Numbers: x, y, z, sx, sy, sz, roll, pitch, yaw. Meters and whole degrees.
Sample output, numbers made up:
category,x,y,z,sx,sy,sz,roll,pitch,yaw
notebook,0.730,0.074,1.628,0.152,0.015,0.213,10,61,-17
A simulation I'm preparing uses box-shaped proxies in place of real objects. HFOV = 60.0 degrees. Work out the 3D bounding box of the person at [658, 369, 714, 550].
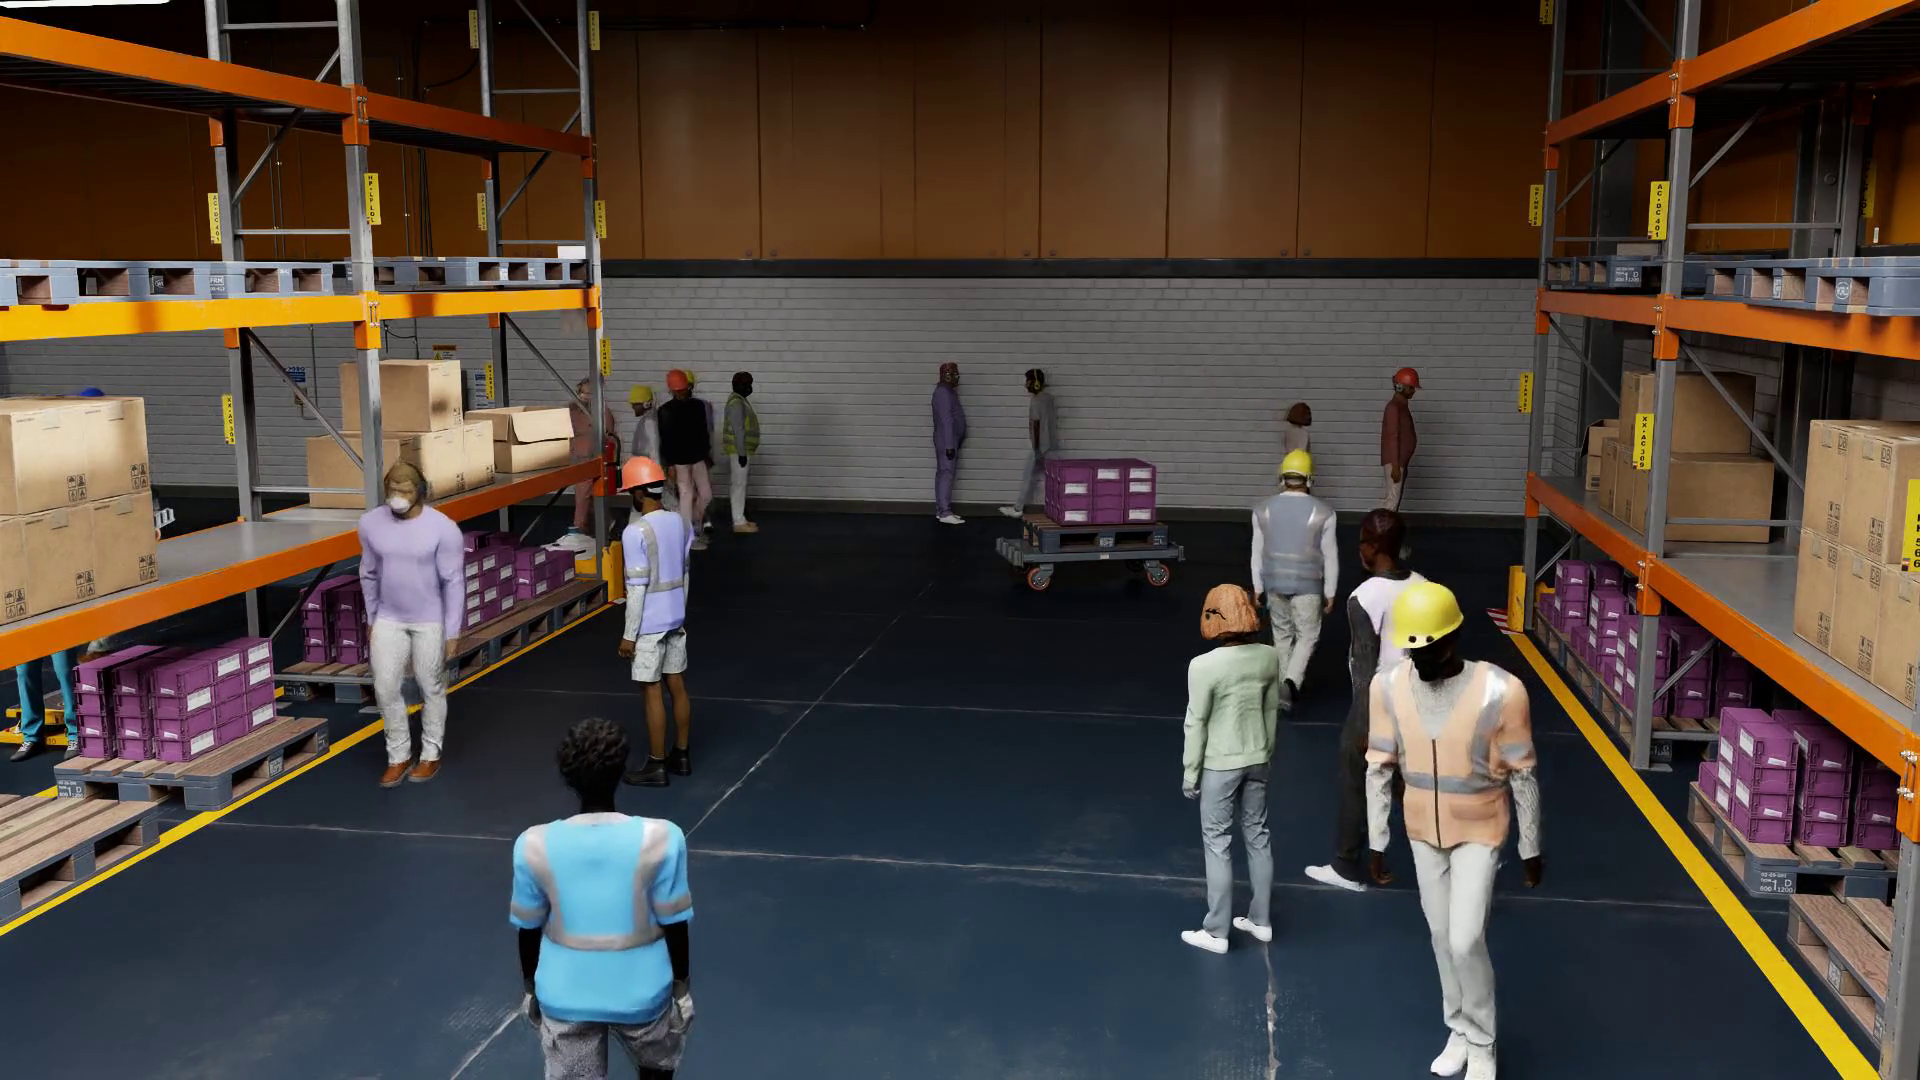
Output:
category,x,y,z,sx,sy,sz,roll,pitch,yaw
person,-2.919,-0.853,17.798,0.400,1.958,0.653,8,12,42

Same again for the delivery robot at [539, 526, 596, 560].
category,x,y,z,sx,sy,sz,roll,pitch,yaw
delivery robot,-3.667,0.115,15.817,0.477,0.478,0.707,5,10,27

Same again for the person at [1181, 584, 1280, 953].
category,x,y,z,sx,sy,sz,roll,pitch,yaw
person,1.196,1.002,7.356,0.498,1.626,0.288,-6,11,-31

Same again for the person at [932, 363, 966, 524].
category,x,y,z,sx,sy,sz,roll,pitch,yaw
person,-0.128,-1.151,19.760,0.408,1.908,0.643,-1,9,-6

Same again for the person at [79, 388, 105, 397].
category,x,y,z,sx,sy,sz,roll,pitch,yaw
person,-8.132,-0.471,15.599,0.624,1.908,0.990,1,9,5

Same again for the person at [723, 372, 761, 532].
category,x,y,z,sx,sy,sz,roll,pitch,yaw
person,-2.503,-1.012,19.117,0.430,1.841,0.624,-1,9,-7

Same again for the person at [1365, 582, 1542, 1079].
category,x,y,z,sx,sy,sz,roll,pitch,yaw
person,1.781,1.074,6.086,0.620,1.886,0.571,8,12,41

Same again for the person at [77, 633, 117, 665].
category,x,y,z,sx,sy,sz,roll,pitch,yaw
person,-6.662,0.003,12.609,0.634,1.926,0.457,5,10,28

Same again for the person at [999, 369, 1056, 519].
category,x,y,z,sx,sy,sz,roll,pitch,yaw
person,0.912,-1.125,19.852,0.930,1.822,0.628,7,12,38

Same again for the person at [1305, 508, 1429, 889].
category,x,y,z,sx,sy,sz,roll,pitch,yaw
person,2.070,0.795,7.837,0.599,1.892,0.845,-8,12,-42

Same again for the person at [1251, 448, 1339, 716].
category,x,y,z,sx,sy,sz,roll,pitch,yaw
person,2.233,0.292,11.176,0.594,1.812,0.697,5,10,28

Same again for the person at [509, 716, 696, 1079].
category,x,y,z,sx,sy,sz,roll,pitch,yaw
person,-1.064,1.352,4.997,0.548,1.681,0.381,0,9,-3

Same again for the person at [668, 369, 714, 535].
category,x,y,z,sx,sy,sz,roll,pitch,yaw
person,-3.070,-1.002,18.907,0.599,1.888,0.967,-4,10,-22

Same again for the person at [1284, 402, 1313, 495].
category,x,y,z,sx,sy,sz,roll,pitch,yaw
person,3.579,-0.672,17.734,0.743,1.609,0.515,-2,9,-14

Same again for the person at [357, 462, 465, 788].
category,x,y,z,sx,sy,sz,roll,pitch,yaw
person,-3.169,0.498,9.586,0.661,1.911,0.619,1,9,4

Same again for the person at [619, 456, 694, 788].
category,x,y,z,sx,sy,sz,roll,pitch,yaw
person,-1.791,0.474,9.674,0.373,1.928,0.543,5,10,27

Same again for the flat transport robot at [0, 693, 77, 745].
category,x,y,z,sx,sy,sz,roll,pitch,yaw
flat transport robot,-5.630,1.079,11.036,0.652,0.197,1.431,1,9,8

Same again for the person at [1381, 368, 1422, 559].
category,x,y,z,sx,sy,sz,roll,pitch,yaw
person,4.596,-0.807,17.399,0.393,1.985,0.611,4,10,21

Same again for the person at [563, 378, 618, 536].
category,x,y,z,sx,sy,sz,roll,pitch,yaw
person,-3.994,-0.835,17.961,0.661,1.862,0.889,5,11,30

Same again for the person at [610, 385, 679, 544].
category,x,y,z,sx,sy,sz,roll,pitch,yaw
person,-3.340,-0.807,18.134,0.925,1.779,0.600,-1,9,-7

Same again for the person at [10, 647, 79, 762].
category,x,y,z,sx,sy,sz,roll,pitch,yaw
person,-5.631,0.438,10.181,0.563,1.837,0.378,-1,9,-8
